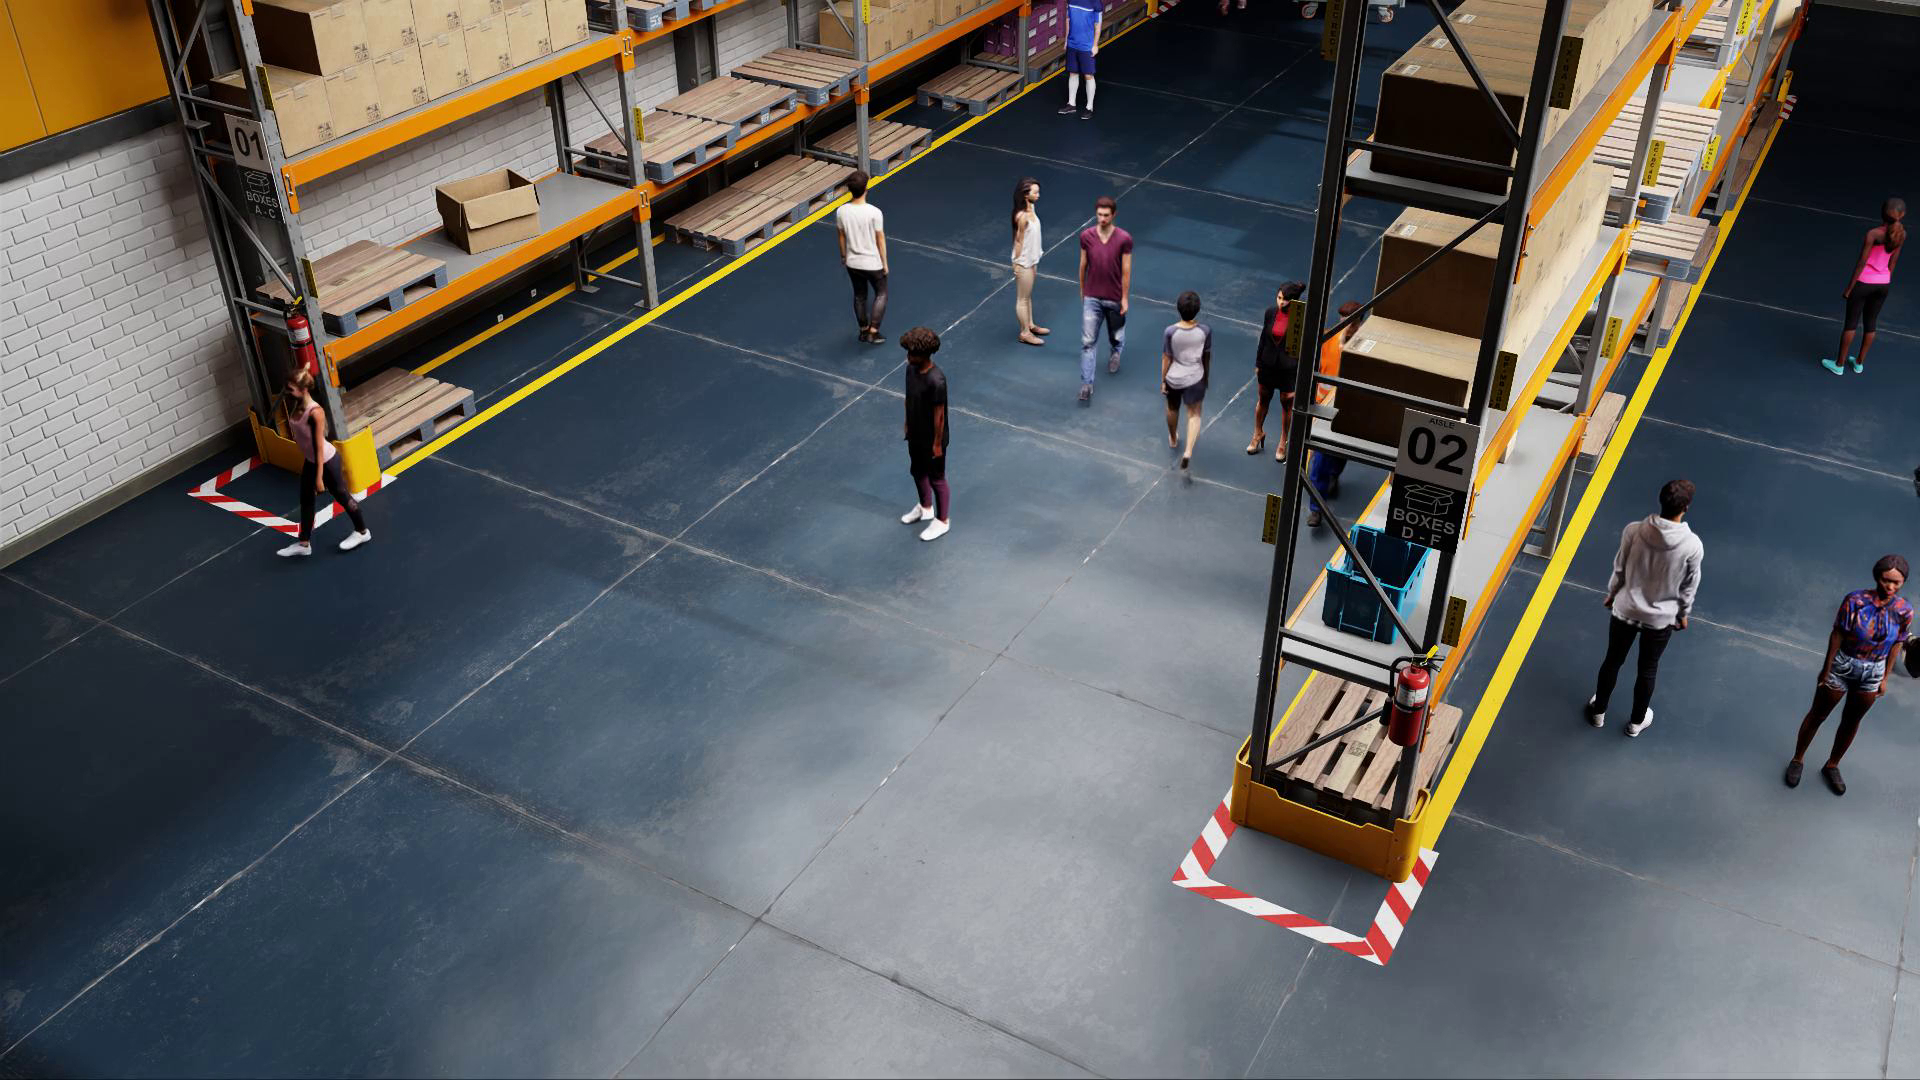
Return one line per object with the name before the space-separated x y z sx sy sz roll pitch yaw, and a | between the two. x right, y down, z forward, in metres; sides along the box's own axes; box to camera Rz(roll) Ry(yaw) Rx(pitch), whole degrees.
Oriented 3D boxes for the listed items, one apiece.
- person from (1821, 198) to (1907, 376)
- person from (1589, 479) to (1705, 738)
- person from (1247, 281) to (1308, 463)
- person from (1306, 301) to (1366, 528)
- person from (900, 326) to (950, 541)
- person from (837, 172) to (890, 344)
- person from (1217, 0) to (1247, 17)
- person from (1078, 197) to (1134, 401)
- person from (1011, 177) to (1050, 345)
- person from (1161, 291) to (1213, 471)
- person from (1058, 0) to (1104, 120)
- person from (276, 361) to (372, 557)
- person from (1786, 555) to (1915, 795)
person | 8.385 -2.336 15.322 0.658 1.722 0.700 -2 34 -4
person | 4.512 0.448 10.946 0.678 1.929 0.563 17 37 24
person | 2.690 -1.423 14.022 0.568 1.640 0.591 19 38 26
person | 3.059 -1.088 13.340 0.832 1.836 1.245 11 35 17
person | -0.252 -0.865 13.060 0.709 1.775 0.710 -23 40 -30
person | -0.926 -2.642 15.788 0.720 1.715 0.697 12 36 18
person | 4.161 -8.703 24.955 0.638 1.661 1.039 18 38 25
person | 1.349 -2.253 15.117 0.882 1.810 1.271 8 35 12
person | 0.612 -2.681 15.902 0.677 1.653 0.618 -6 34 -9
person | 1.901 -1.335 13.977 0.781 1.542 1.035 5 34 7
person | 1.562 -6.328 21.219 0.691 1.842 0.604 22 40 30
person | -4.853 -0.627 12.843 1.005 1.620 0.761 -28 43 -35
person | 5.653 0.841 10.523 0.643 1.743 0.610 8 34 11
